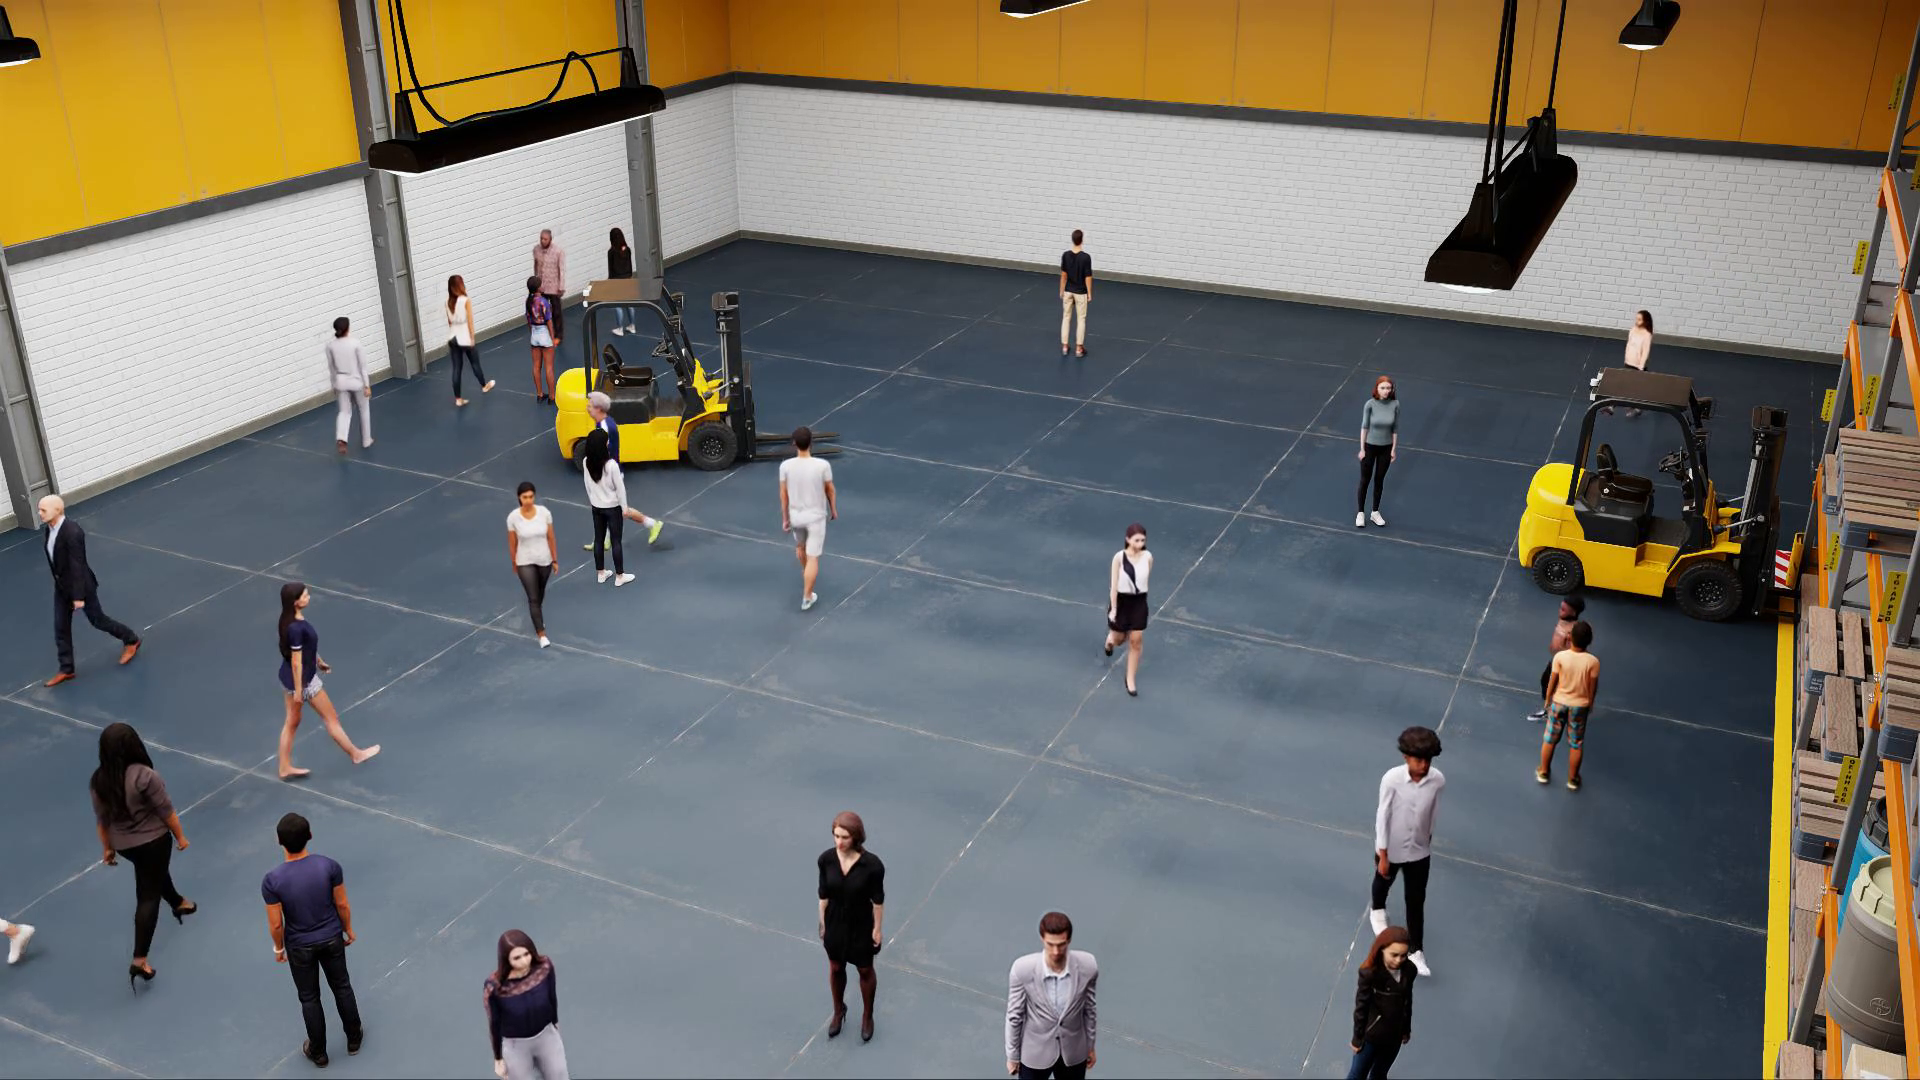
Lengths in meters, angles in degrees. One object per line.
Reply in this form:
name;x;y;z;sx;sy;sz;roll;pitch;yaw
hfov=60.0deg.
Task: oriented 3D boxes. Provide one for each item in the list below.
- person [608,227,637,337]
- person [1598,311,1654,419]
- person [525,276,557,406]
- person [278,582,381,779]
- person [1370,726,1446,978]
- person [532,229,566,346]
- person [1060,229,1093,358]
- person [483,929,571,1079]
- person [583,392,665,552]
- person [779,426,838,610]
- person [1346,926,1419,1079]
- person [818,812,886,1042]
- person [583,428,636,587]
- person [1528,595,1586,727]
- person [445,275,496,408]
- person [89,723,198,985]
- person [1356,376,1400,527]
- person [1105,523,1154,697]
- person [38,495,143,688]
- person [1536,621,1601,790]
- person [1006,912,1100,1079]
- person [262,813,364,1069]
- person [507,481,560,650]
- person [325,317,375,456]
person;-5.179;-3.963;25.444;0.588;1.645;0.691;-18;30;-36
person;8.939;-2.293;21.859;0.969;1.457;0.892;-10;25;-21
person;-5.647;-2.705;22.440;0.600;1.746;0.532;13;27;28
person;-5.478;1.184;13.569;1.112;1.727;0.933;-15;28;-31
person;3.035;2.058;11.526;0.965;1.762;1.191;-1;24;-2
person;-6.102;-3.806;24.906;0.773;1.789;0.732;7;24;15
person;1.695;-3.623;24.411;0.645;1.849;0.560;10;25;21
person;-2.547;2.935;9.720;0.679;1.600;0.771;-16;28;-32
person;-3.674;-0.711;17.795;1.144;1.814;1.072;-9;25;-19
person;-1.534;-0.183;16.589;0.905;1.812;1.221;3;24;8
person;2.500;2.910;9.923;0.636;1.484;0.696;-9;25;-19
person;-0.696;2.469;10.655;0.625;1.705;0.566;5;24;11
person;-3.646;-0.349;17.108;0.608;1.701;0.546;10;26;22
person;5.337;1.058;14.463;0.737;1.240;0.680;-4;24;-10
person;-6.731;-2.636;22.278;0.704;1.751;1.085;7;24;15
person;-5.587;2.158;11.271;0.952;1.782;1.278;3;24;6
person;4.649;-0.998;18.540;0.663;1.743;0.685;-2;24;-4
person;1.497;0.592;15.043;0.859;1.631;0.957;-6;24;-14
person;-8.048;0.408;15.274;0.693;1.782;1.146;12;26;25
person;4.969;1.338;13.552;0.533;1.458;0.500;8;25;19
person;0.533;2.892;9.508;0.762;1.850;0.757;-3;24;-6
person;-4.060;2.510;10.452;0.653;1.793;0.778;-15;28;-31
person;-4.106;0.192;16.004;1.089;1.593;1.073;-11;26;-24
person;-7.583;-1.888;20.614;0.897;1.713;1.094;0;24;0
